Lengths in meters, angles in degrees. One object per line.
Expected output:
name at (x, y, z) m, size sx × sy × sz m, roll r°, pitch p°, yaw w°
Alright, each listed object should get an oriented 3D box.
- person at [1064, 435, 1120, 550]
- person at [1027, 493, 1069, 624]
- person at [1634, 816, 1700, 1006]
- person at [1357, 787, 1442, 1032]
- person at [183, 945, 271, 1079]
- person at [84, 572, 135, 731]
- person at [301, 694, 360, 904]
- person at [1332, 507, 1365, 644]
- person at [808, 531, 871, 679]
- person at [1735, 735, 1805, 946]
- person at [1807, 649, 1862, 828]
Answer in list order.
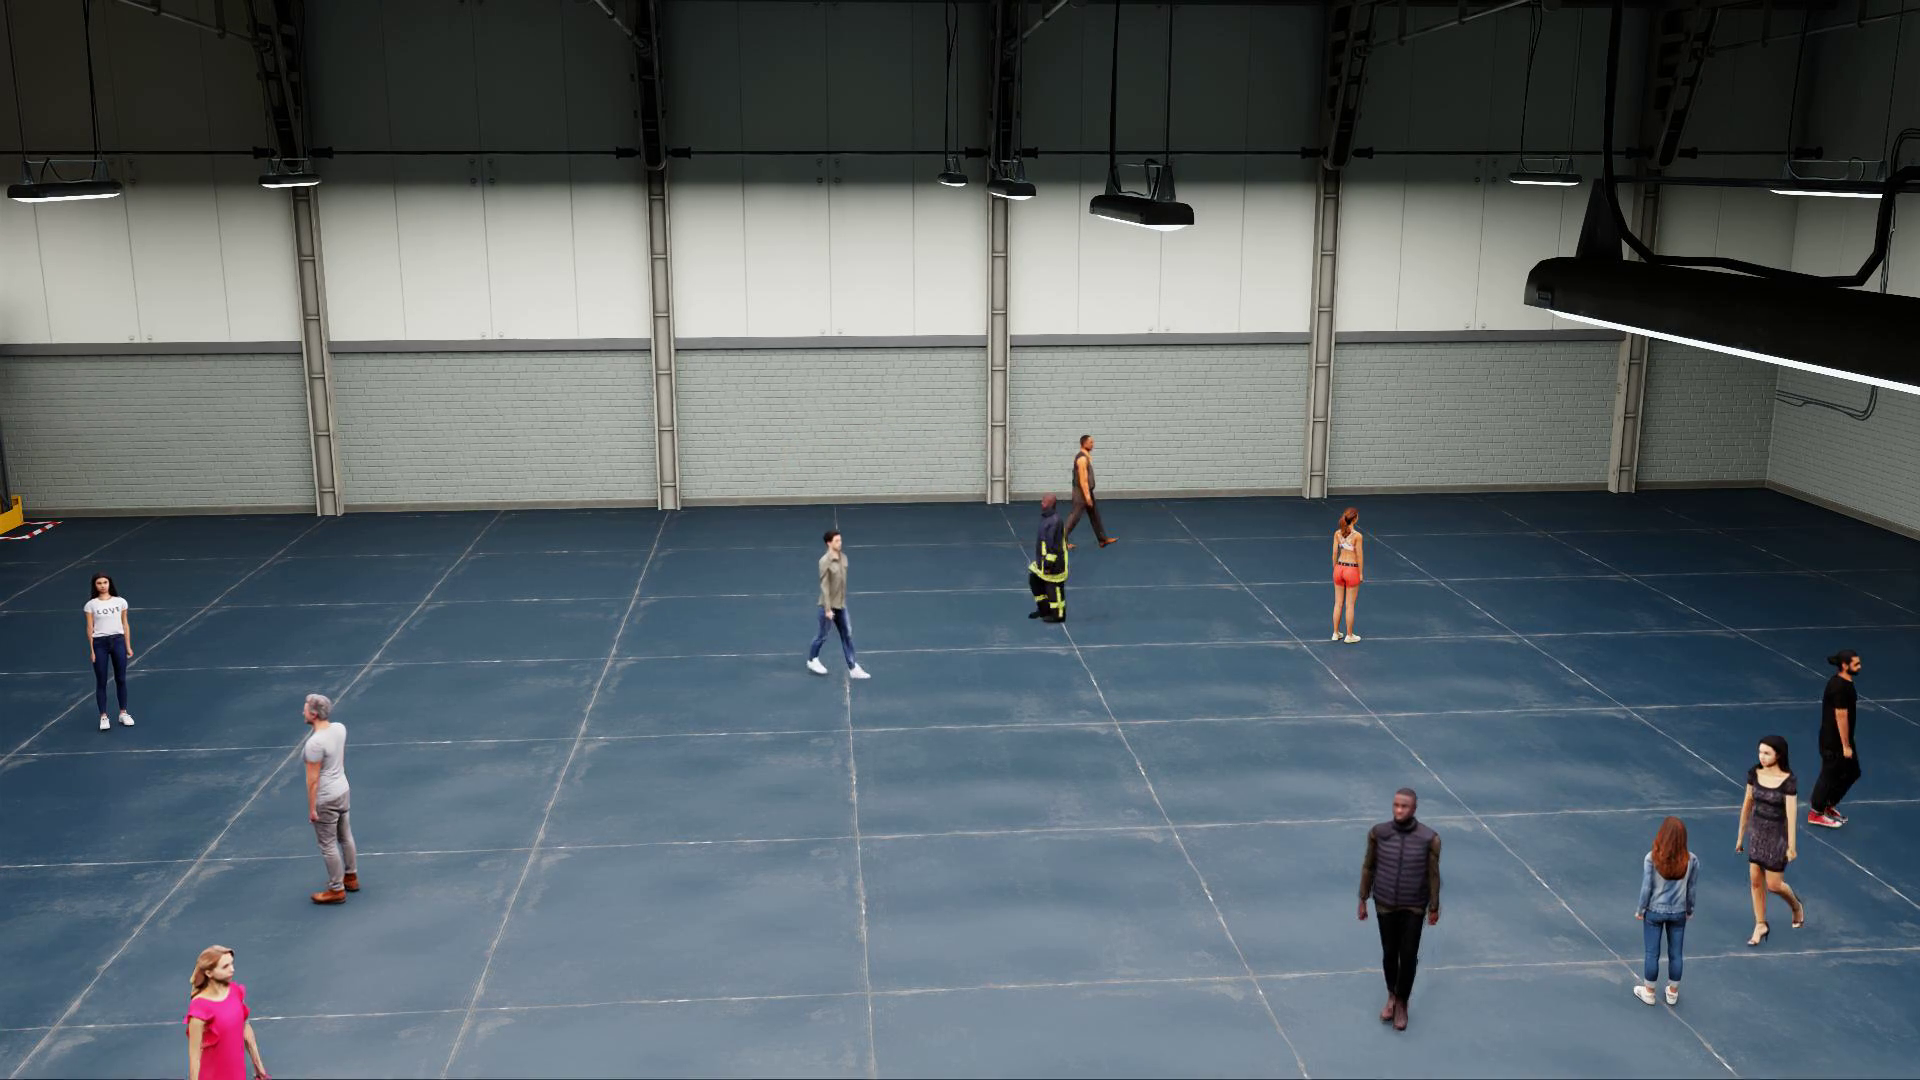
person at (1.871, -0.732, 26.797) m, size 1.317 × 1.857 × 0.968 m, roll 3°, pitch 13°, yaw 12°
person at (1.325, 0.239, 22.710) m, size 0.774 × 1.809 × 0.788 m, roll -2°, pitch 13°, yaw -10°
person at (5.301, 2.778, 12.482) m, size 0.493 × 1.477 × 0.661 m, roll 1°, pitch 13°, yaw 6°
person at (3.260, 2.660, 12.224) m, size 0.815 × 1.823 × 0.909 m, roll 7°, pitch 15°, yaw 28°
person at (-4.529, 3.231, 10.016) m, size 0.860 × 1.707 × 0.735 m, roll 3°, pitch 13°, yaw 13°
person at (-9.500, 1.219, 18.563) m, size 0.628 × 1.771 × 0.730 m, roll -10°, pitch 16°, yaw -37°
person at (-5.387, 2.192, 14.244) m, size 0.650 × 1.825 × 0.731 m, roll 2°, pitch 13°, yaw 10°
person at (5.077, 0.452, 21.835) m, size 0.668 × 1.789 × 0.721 m, roll 12°, pitch 17°, yaw 41°
person at (-1.628, 0.800, 20.272) m, size 1.273 × 1.816 × 1.171 m, roll 9°, pitch 16°, yaw 34°
person at (6.581, 2.417, 13.386) m, size 0.876 × 1.773 × 0.781 m, roll -7°, pitch 15°, yaw -29°
person at (8.232, 1.878, 15.772) m, size 0.807 × 1.745 × 0.757 m, roll 9°, pitch 16°, yaw 34°
